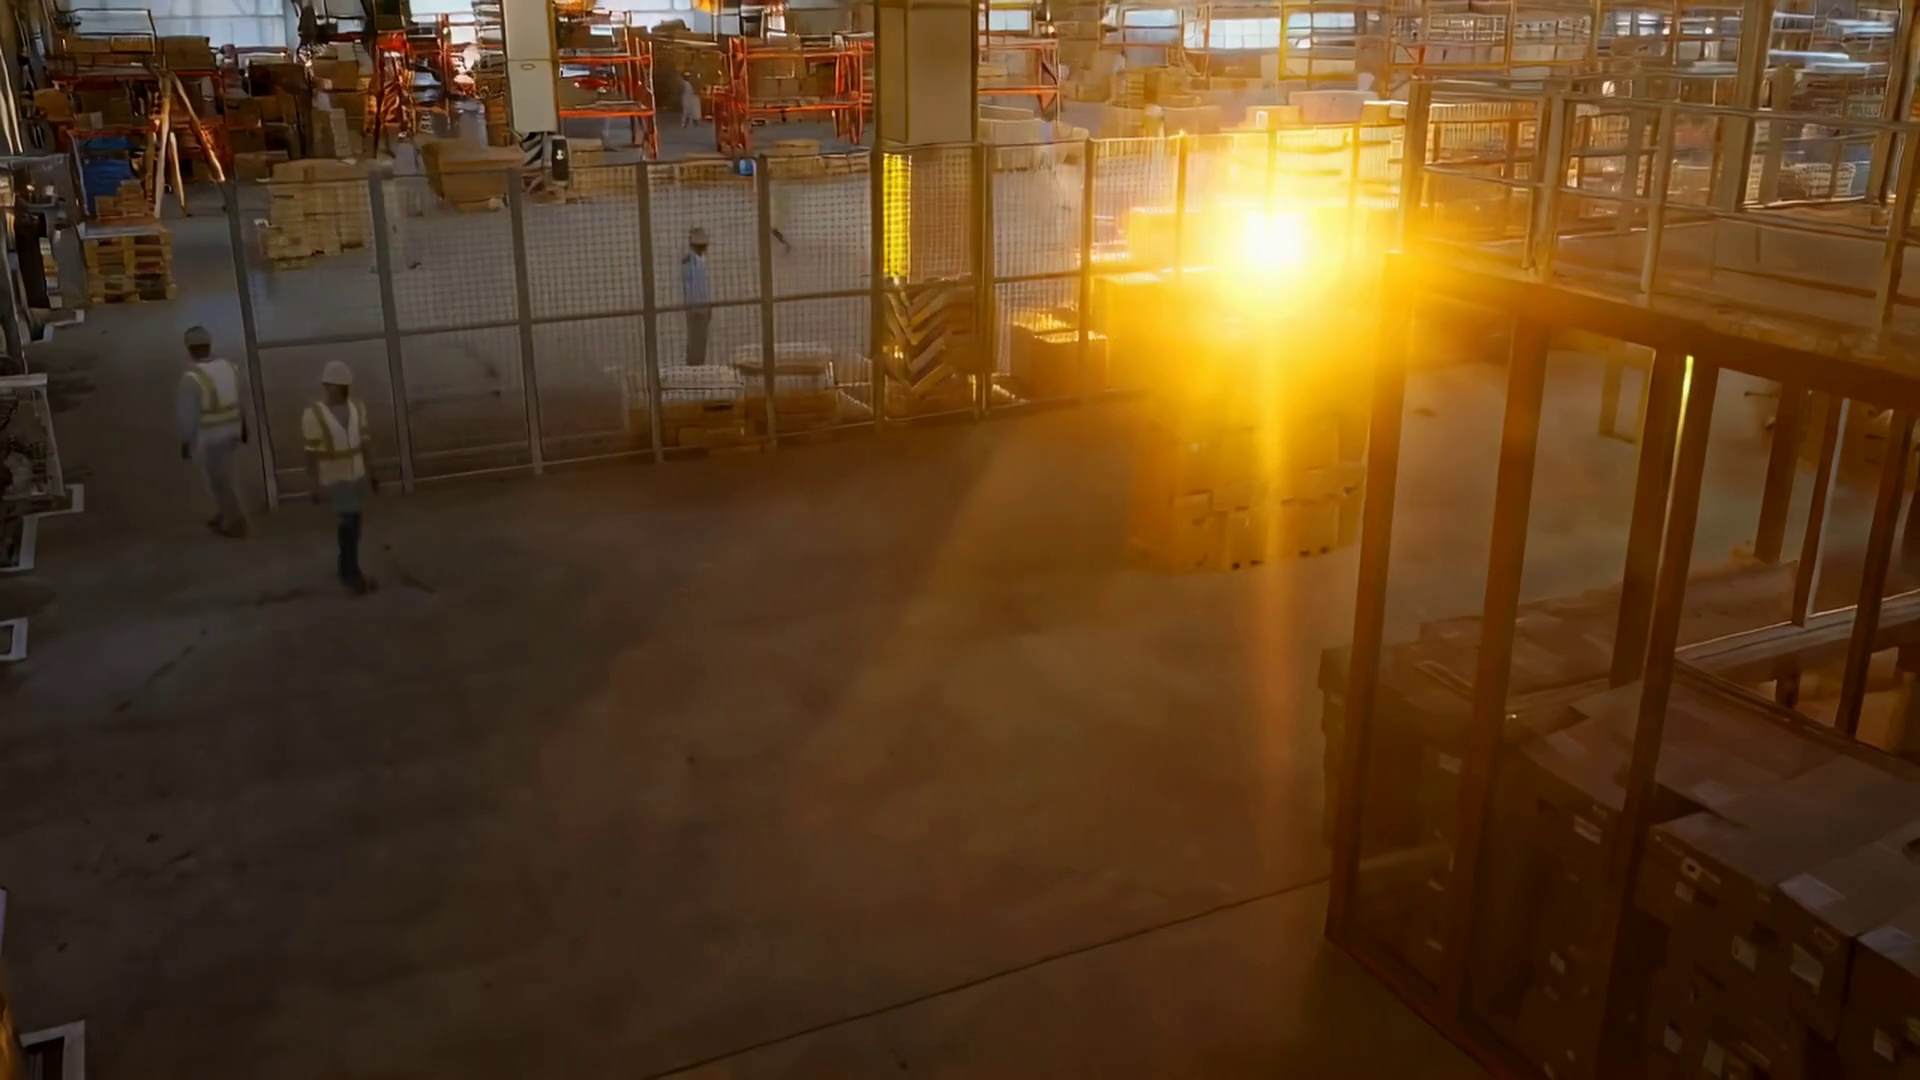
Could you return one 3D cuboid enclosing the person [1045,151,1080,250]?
[{"bbox_3d":[1.923,-6.108,30.033,0.710,1.797,0.641,-8,20,-21],"label":"person"}]

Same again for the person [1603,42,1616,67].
[{"bbox_3d":[28.289,-20.822,72.528,0.687,1.885,0.622,-8,21,-22],"label":"person"}]

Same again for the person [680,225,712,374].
[{"bbox_3d":[-3.170,-2.807,20.183,0.478,1.991,0.614,3,19,9],"label":"person"}]

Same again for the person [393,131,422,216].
[{"bbox_3d":[-11.396,-7.559,34.337,0.527,1.730,0.892,-12,22,-31],"label":"person"}]

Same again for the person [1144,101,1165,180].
[{"bbox_3d":[4.690,-9.630,40.123,0.521,1.864,0.335,8,20,21],"label":"person"}]

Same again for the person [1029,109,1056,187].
[{"bbox_3d":[2.021,-9.098,38.703,0.623,1.792,1.008,-17,25,-40],"label":"person"}]

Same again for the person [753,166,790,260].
[{"bbox_3d":[-3.326,-5.696,28.990,0.697,1.679,0.538,16,24,38],"label":"person"}]

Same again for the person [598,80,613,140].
[{"bbox_3d":[-10.518,-12.783,49.451,0.521,1.727,0.379,-16,25,-39],"label":"person"}]

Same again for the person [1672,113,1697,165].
[{"bbox_3d":[15.415,-8.174,35.658,0.611,2.027,0.420,-11,22,-29],"label":"person"}]

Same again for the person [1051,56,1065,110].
[{"bbox_3d":[3.530,-16.336,59.494,0.548,1.915,0.831,-11,22,-30],"label":"person"}]

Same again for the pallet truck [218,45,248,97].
[{"bbox_3d":[-28.879,-18.665,66.111,0.823,1.965,1.885,-3,19,-9],"label":"pallet truck"}]

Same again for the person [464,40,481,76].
[{"bbox_3d":[-20.993,-20.518,71.596,0.638,1.916,0.699,1,19,2],"label":"person"}]

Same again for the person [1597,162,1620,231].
[{"bbox_3d":[10.665,-5.241,27.330,0.559,1.911,0.593,8,20,21],"label":"person"}]

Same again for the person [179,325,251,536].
[{"bbox_3d":[-6.752,-0.970,14.935,0.697,1.920,0.637,3,19,9],"label":"person"}]

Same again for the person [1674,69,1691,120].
[{"bbox_3d":[24.136,-14.907,55.706,0.755,1.667,0.538,-10,21,-27],"label":"person"}]

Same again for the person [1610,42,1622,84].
[{"bbox_3d":[28.715,-20.987,73.004,0.798,1.903,0.673,7,20,19],"label":"person"}]

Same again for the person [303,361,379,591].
[{"bbox_3d":[-5.022,-0.523,13.626,0.602,1.920,0.569,12,23,32],"label":"person"}]

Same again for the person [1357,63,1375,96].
[{"bbox_3d":[13.273,-14.660,54.594,0.618,1.944,0.852,-2,19,-5],"label":"person"}]

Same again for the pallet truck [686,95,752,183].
[{"bbox_3d":[-5.836,-9.608,39.856,0.823,1.965,1.885,10,22,27],"label":"pallet truck"}]

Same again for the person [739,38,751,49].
[{"bbox_3d":[-9.617,-21.383,74.133,0.617,1.899,0.514,-5,20,-14],"label":"person"}]

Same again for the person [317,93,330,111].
[{"bbox_3d":[-17.885,-11.916,46.726,0.391,1.882,0.592,-8,20,-21],"label":"person"}]

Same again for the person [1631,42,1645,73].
[{"bbox_3d":[30.716,-21.695,75.205,0.588,1.799,0.983,-10,22,-28],"label":"person"}]

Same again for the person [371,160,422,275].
[{"bbox_3d":[-9.598,-5.418,27.910,0.593,1.863,1.020,10,21,27],"label":"person"}]

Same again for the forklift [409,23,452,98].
[{"bbox_3d":[-21.103,-18.763,65.061,1.873,2.768,1.129,9,21,25],"label":"forklift"}]

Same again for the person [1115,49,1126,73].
[{"bbox_3d":[6.681,-19.793,69.885,0.538,1.662,0.774,-14,23,-34],"label":"person"}]

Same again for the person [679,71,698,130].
[{"bbox_3d":[-8.579,-13.917,52.648,0.874,1.803,0.511,7,20,20],"label":"person"}]

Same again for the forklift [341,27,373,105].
[{"bbox_3d":[-22.275,-17.346,60.954,1.873,2.768,1.129,-9,21,-25],"label":"forklift"}]

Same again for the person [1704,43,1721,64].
[{"bbox_3d":[31.259,-19.672,69.182,0.679,1.890,0.428,1,19,4],"label":"person"}]

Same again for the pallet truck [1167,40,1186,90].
[{"bbox_3d":[9.045,-19.971,69.895,0.823,1.965,1.885,-3,19,-8],"label":"pallet truck"}]

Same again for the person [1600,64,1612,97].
[{"bbox_3d":[23.020,-16.031,58.971,0.740,1.660,0.546,8,21,22],"label":"person"}]

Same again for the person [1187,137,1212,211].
[{"bbox_3d":[4.604,-6.702,31.596,0.968,1.904,0.636,14,23,34],"label":"person"}]

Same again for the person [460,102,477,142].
[{"bbox_3d":[-11.343,-9.094,38.391,0.558,1.980,0.636,-14,24,-36],"label":"person"}]

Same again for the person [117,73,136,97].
[{"bbox_3d":[-29.335,-16.003,58.577,0.848,1.879,0.568,16,25,38],"label":"person"}]
